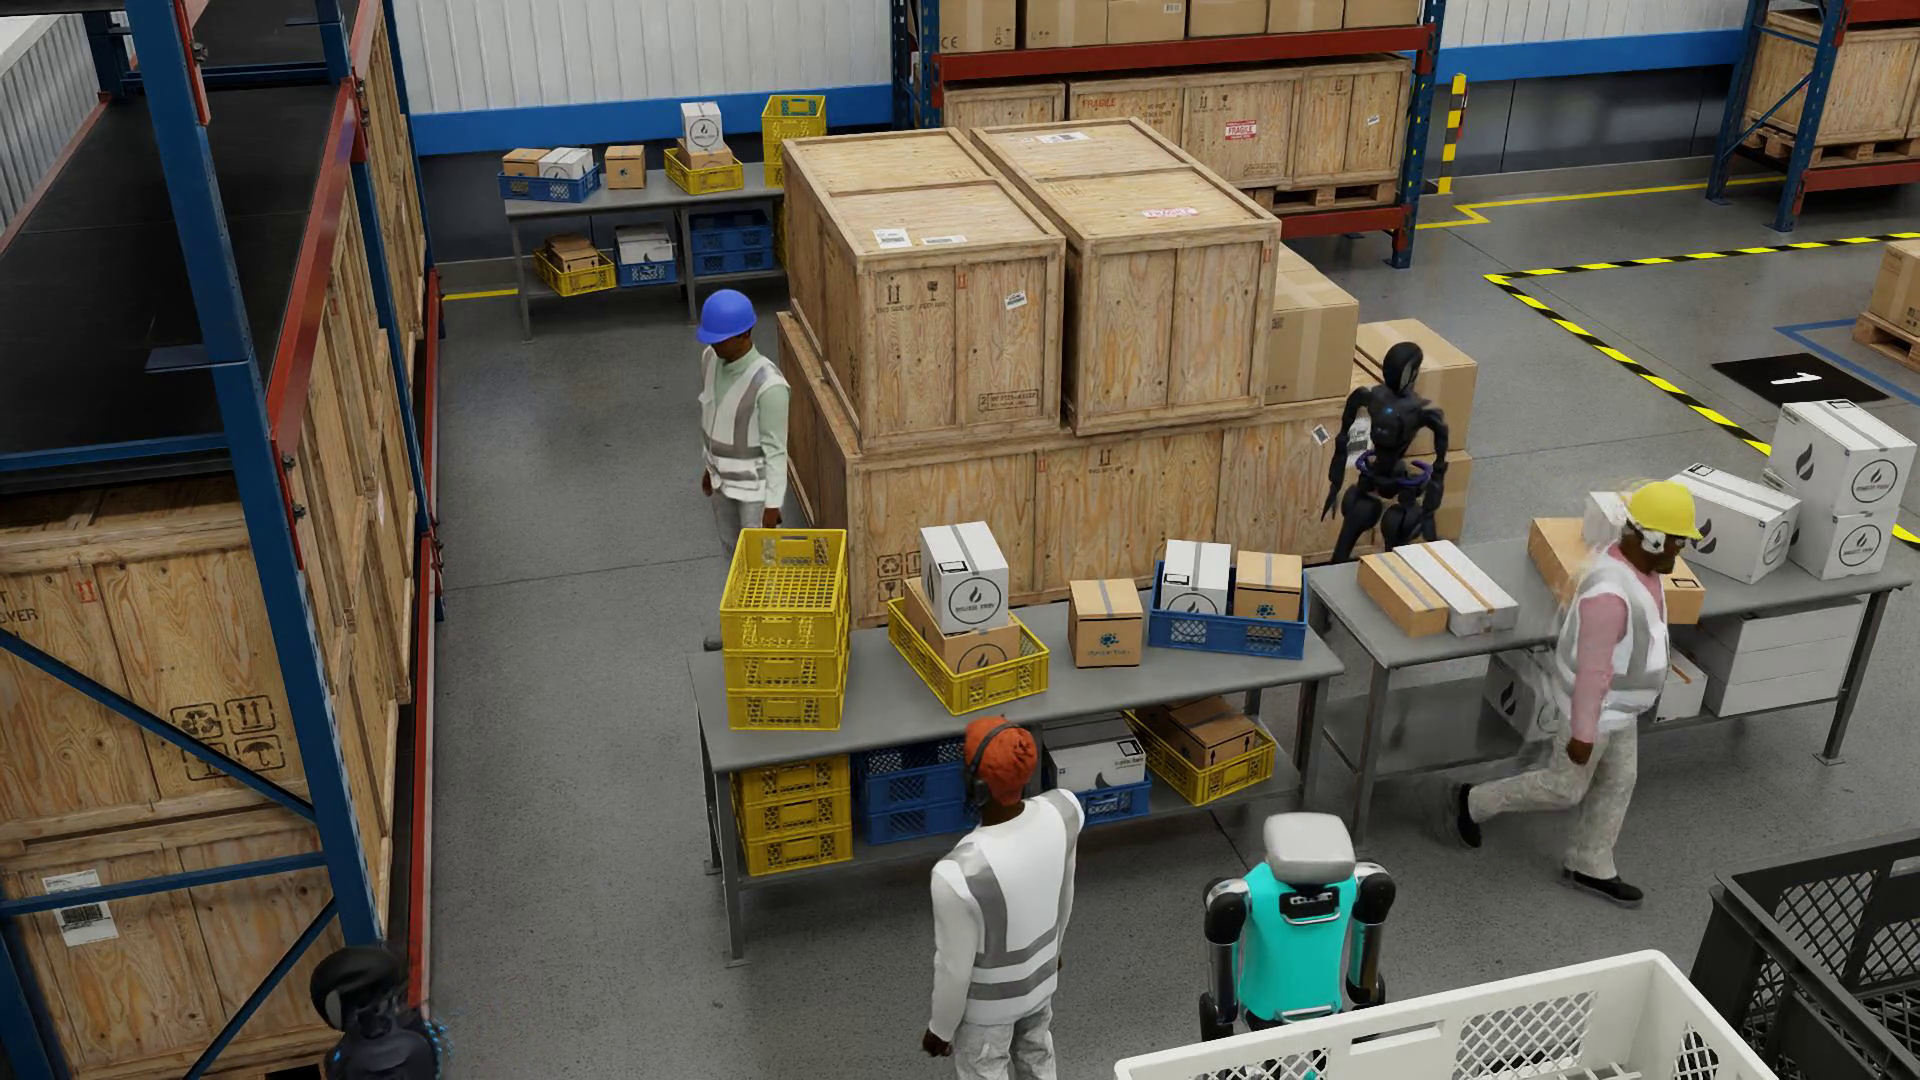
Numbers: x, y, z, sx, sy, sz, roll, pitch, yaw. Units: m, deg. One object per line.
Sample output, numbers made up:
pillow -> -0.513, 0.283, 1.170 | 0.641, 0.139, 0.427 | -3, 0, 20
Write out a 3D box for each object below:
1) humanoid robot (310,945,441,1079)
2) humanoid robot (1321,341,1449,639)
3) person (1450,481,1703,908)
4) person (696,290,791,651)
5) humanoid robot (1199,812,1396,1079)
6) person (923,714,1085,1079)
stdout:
humanoid robot -> -1.411, 1.719, 4.544 | 0.512, 1.636, 0.591 | -15, 32, -25
humanoid robot -> 2.060, -0.204, 8.068 | 0.609, 1.644, 0.534 | 20, 34, 31
person -> 2.430, 0.577, 6.479 | 0.744, 1.790, 0.615 | 19, 34, 31
person -> -1.026, -0.282, 7.906 | 0.410, 1.935, 0.605 | -22, 36, -34
humanoid robot -> 0.967, 1.603, 4.580 | 0.534, 1.692, 0.739 | -5, 29, -9
person -> 0.113, 1.333, 5.026 | 0.357, 1.882, 0.572 | 25, 37, 37
